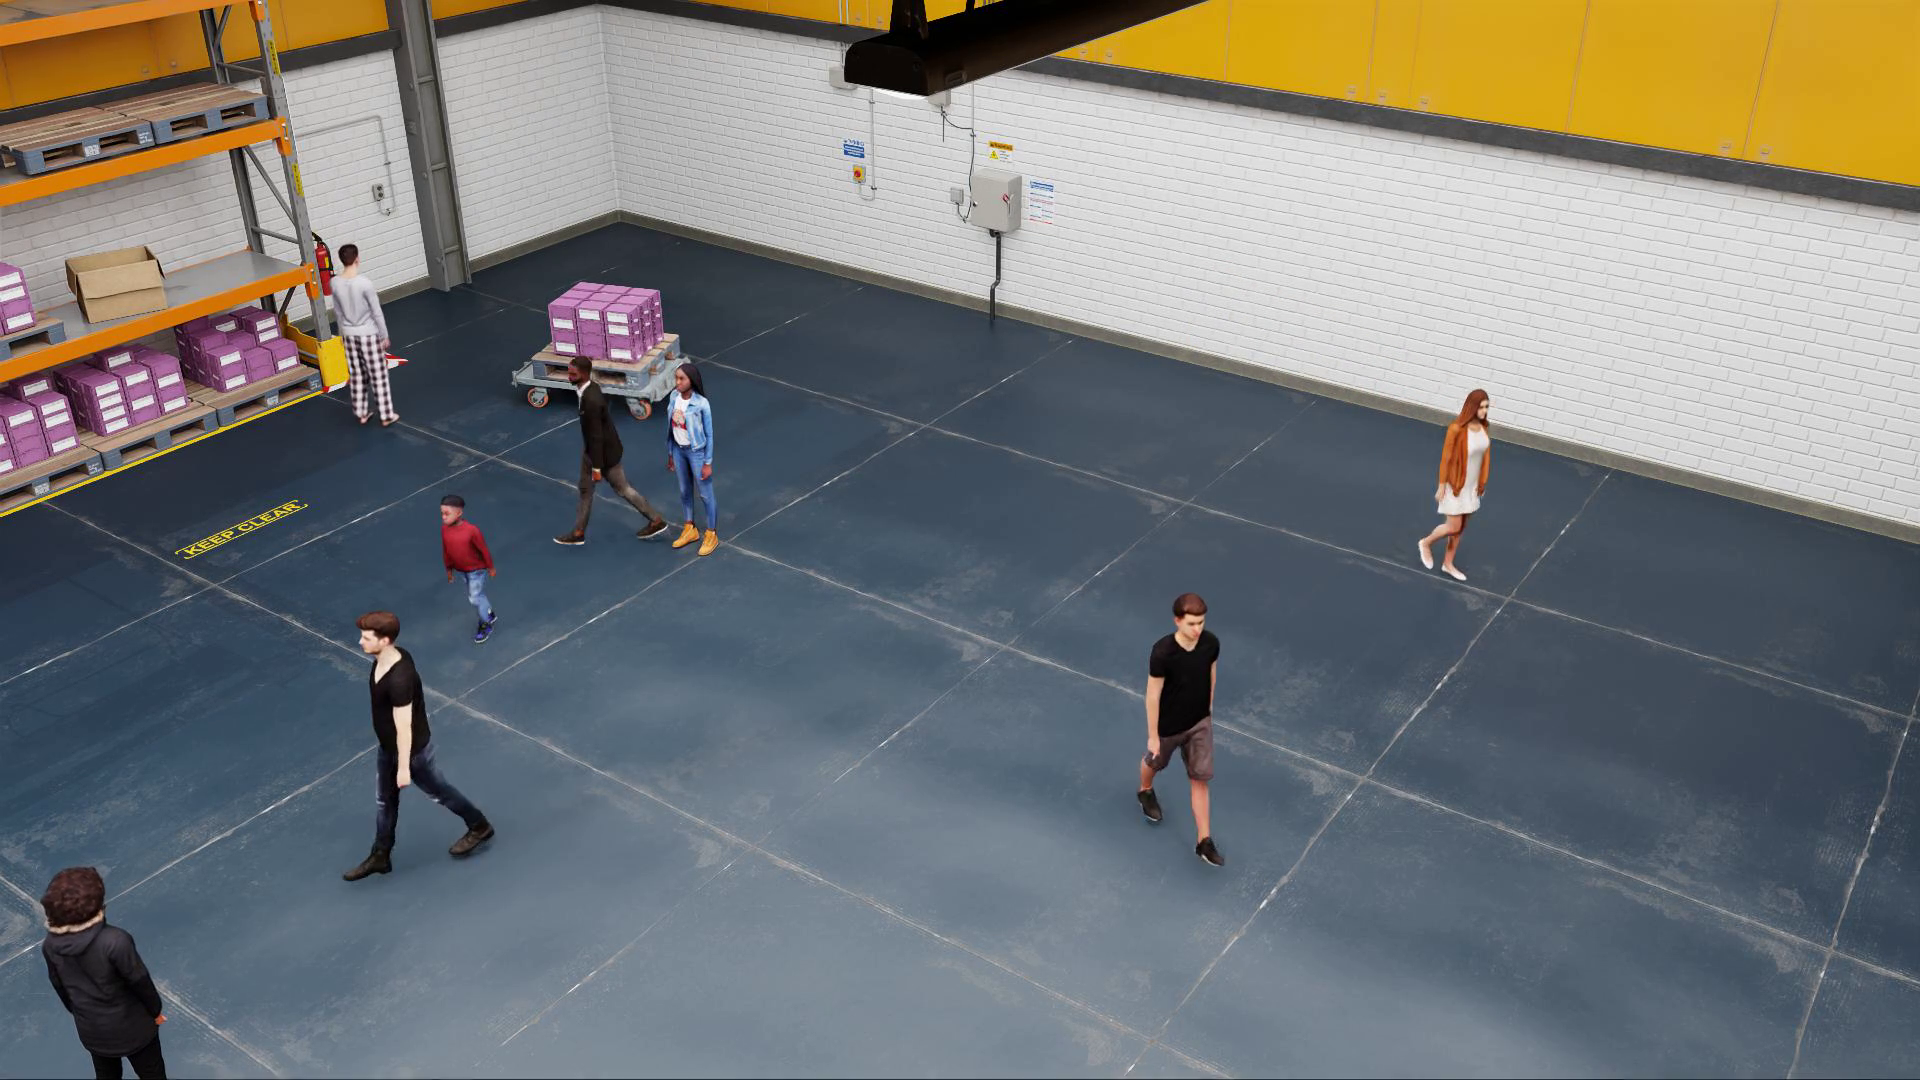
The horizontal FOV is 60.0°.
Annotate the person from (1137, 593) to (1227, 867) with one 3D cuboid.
[{"bbox_3d":[1.363,1.115,10.675,1.248,1.810,1.206,-10,30,-17],"label":"person"}]

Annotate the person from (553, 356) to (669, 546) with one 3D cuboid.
[{"bbox_3d":[-2.943,-0.738,14.134,1.321,1.751,1.129,-9,30,-15],"label":"person"}]

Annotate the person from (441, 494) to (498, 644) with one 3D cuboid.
[{"bbox_3d":[-3.790,0.176,12.991,0.564,1.241,0.643,11,30,19],"label":"person"}]

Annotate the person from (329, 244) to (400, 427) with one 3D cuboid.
[{"bbox_3d":[-5.892,-2.010,16.367,0.709,1.845,0.678,5,29,9],"label":"person"}]

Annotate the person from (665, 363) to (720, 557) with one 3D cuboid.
[{"bbox_3d":[-2.266,-0.702,14.109,0.608,1.712,0.518,17,33,28],"label":"person"}]

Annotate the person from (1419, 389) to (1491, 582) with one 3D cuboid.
[{"bbox_3d":[4.083,-0.496,13.735,0.766,1.709,0.812,-15,32,-25],"label":"person"}]

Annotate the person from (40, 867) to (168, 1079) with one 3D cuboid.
[{"bbox_3d":[-4.270,2.381,8.386,0.738,1.781,0.773,1,29,1],"label":"person"}]

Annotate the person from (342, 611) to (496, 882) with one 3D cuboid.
[{"bbox_3d":[-3.348,1.267,10.352,1.297,1.852,0.996,-17,33,-28],"label":"person"}]
